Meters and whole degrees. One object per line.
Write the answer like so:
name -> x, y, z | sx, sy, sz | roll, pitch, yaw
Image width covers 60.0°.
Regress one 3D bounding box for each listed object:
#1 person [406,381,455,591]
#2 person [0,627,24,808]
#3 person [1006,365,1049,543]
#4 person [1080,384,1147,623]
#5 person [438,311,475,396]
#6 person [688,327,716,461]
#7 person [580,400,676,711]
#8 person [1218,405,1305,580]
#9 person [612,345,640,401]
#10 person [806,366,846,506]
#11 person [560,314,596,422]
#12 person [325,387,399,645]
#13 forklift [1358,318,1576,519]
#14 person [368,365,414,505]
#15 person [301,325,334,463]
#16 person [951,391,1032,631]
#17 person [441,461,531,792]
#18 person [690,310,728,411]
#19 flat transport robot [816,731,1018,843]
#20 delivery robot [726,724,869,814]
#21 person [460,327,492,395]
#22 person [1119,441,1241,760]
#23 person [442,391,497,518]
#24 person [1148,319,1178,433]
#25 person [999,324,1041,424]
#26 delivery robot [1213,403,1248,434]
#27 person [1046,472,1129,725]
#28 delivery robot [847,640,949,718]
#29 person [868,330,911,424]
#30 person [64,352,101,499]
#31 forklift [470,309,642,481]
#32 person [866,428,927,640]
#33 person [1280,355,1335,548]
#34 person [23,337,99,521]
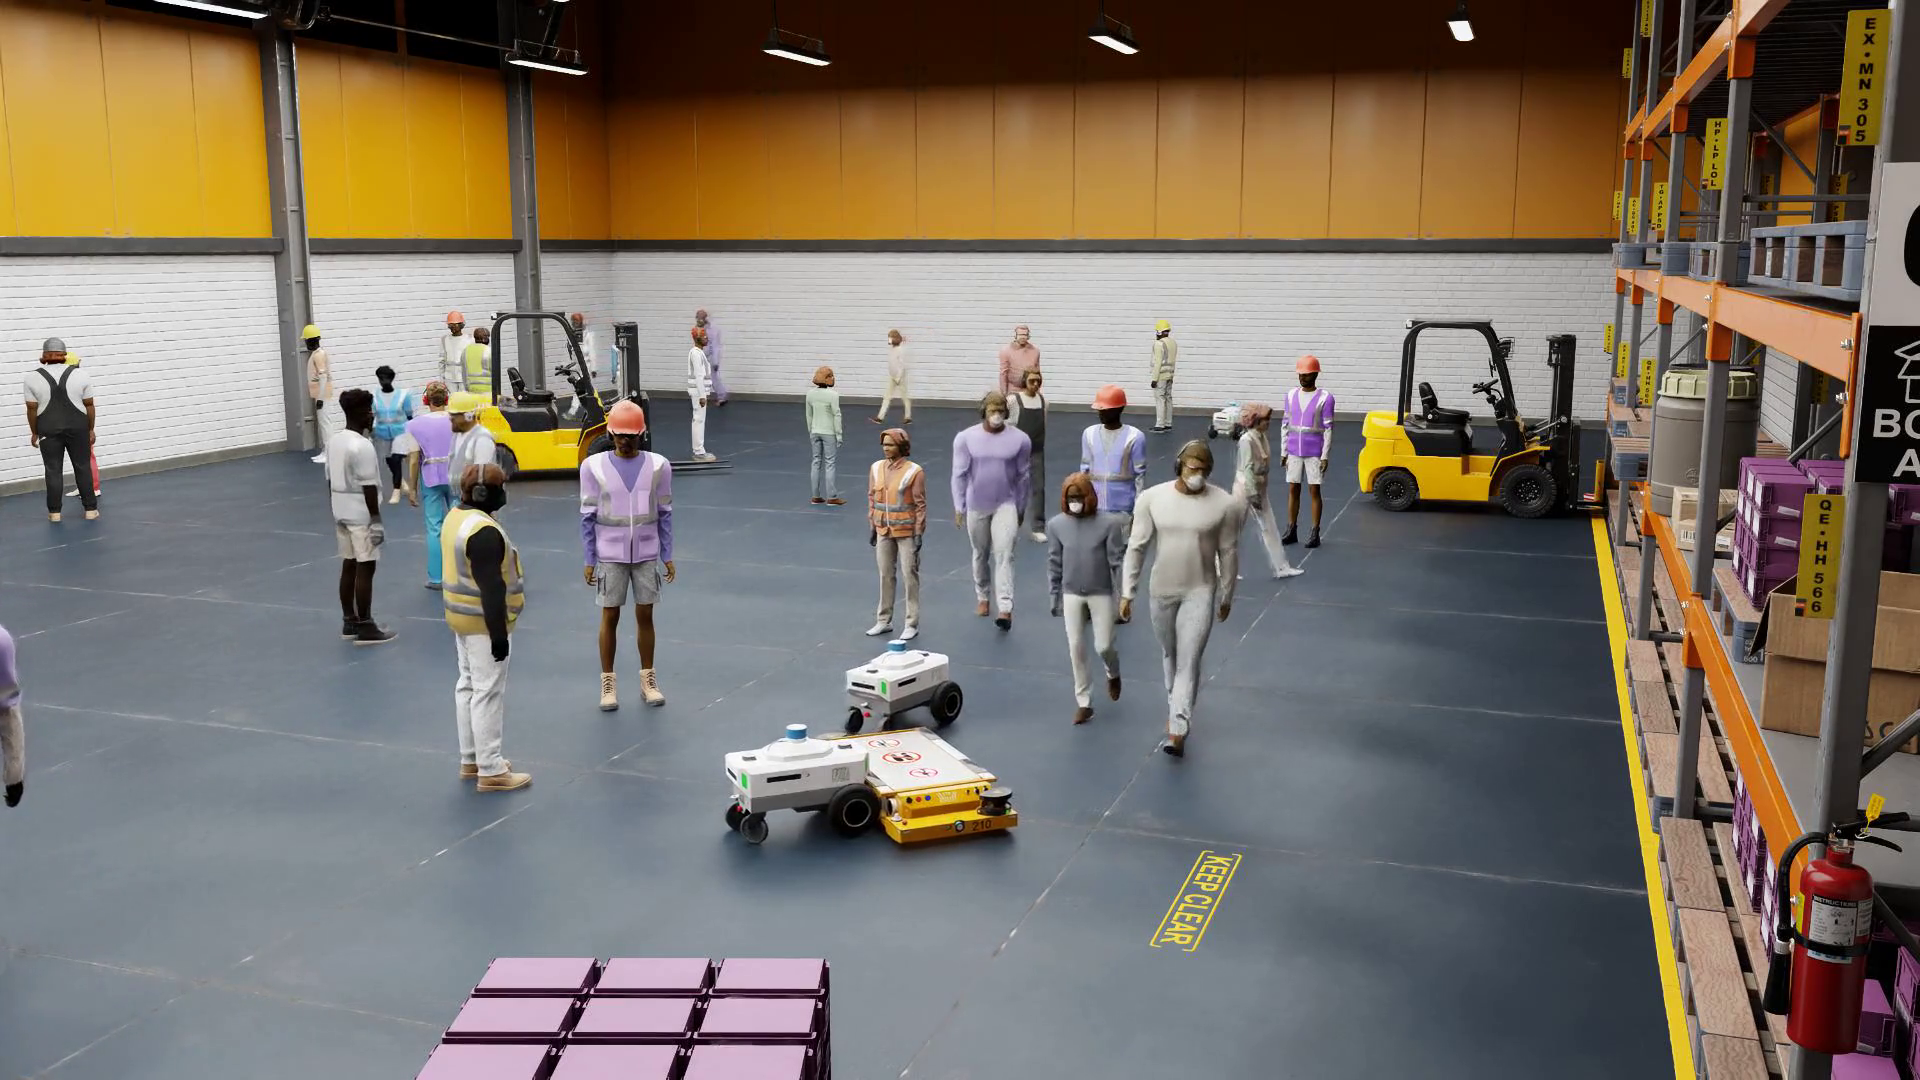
person -> -4.548, -0.472, 14.621 | 0.563, 1.847, 0.390 | -6, 12, -29
person -> -4.126, 0.919, 6.739 | 0.590, 1.878, 1.008 | -2, 10, -14
person -> 0.658, -0.913, 17.234 | 0.510, 1.818, 0.865 | -4, 11, -22
person -> 1.212, -0.290, 13.353 | 0.548, 1.934, 0.375 | 5, 11, 26
person -> -7.577, -2.433, 25.116 | 0.608, 2.044, 0.371 | 1, 10, 4
person -> -3.657, -2.057, 23.450 | 0.356, 1.883, 0.574 | -2, 10, -12
person -> -2.162, 0.100, 10.883 | 0.605, 2.033, 0.392 | -4, 11, -21
person -> 2.704, -0.404, 14.930 | 0.828, 1.601, 0.525 | 7, 12, 34
person -> -5.642, -2.765, 28.117 | 0.514, 1.641, 0.312 | -7, 12, -33
person -> -1.574, -1.216, 19.416 | 0.497, 1.633, 0.285 | 7, 12, 35
person -> -6.636, -2.961, 28.654 | 0.589, 1.841, 0.941 | 8, 13, 37
person -> -4.581, -0.187, 12.688 | 0.612, 1.962, 0.365 | 10, 14, 43
forklift -> 5.787, -1.437, 19.079 | 2.313, 2.155, 1.214 | 3, 11, 19
person -> -6.727, -1.275, 19.743 | 0.535, 1.647, 0.823 | -1, 10, -4
person -> -8.948, -2.037, 23.221 | 0.384, 1.924, 0.589 | -4, 11, -22
person -> 0.248, -0.242, 13.243 | 0.635, 1.871, 1.091 | 0, 10, 2
person -> -2.654, 0.475, 9.313 | 0.429, 1.840, 0.632 | -6, 12, -32
person -> -4.665, -3.328, 30.710 | 0.652, 1.856, 0.930 | 6, 12, 30
flat transport robot -> -0.279, 1.299, 9.087 | 0.652, 0.197, 1.431 | -4, 11, -23
delivery robot -> -0.841, 1.197, 8.599 | 0.707, 0.478, 0.477 | -4, 11, -23
person -> -6.944, -2.178, 24.253 | 0.633, 1.839, 0.429 | 4, 11, 21
person -> 1.316, 0.341, 9.945 | 0.657, 1.868, 1.060 | 3, 11, 18
person -> -4.149, -0.337, 13.976 | 0.599, 1.810, 0.542 | 10, 14, 44
person -> 3.269, -2.648, 26.920 | 0.404, 1.830, 0.603 | 7, 13, 36
person -> 0.878, -2.123, 23.759 | 0.646, 1.904, 0.401 | -4, 11, -22
delivery robot -> 4.270, -1.913, 26.110 | 0.477, 0.478, 0.707 | 7, 13, 36
person -> 0.830, 0.352, 10.631 | 0.545, 1.611, 0.509 | 4, 11, 21
delivery robot -> -0.388, 0.871, 10.435 | 0.477, 0.478, 0.707 | 7, 13, 36
person -> -1.148, -2.721, 27.971 | 0.818, 1.589, 0.526 | -7, 12, -35
person -> -10.594, -1.374, 19.937 | 0.533, 1.765, 0.322 | 8, 13, 37
forklift -> -5.354, -1.902, 21.697 | 2.313, 2.155, 1.214 | -2, 10, -13
person -> -0.484, -0.049, 12.822 | 0.515, 1.641, 0.315 | 7, 12, 33
person -> 3.471, -0.890, 16.723 | 0.545, 1.938, 0.355 | 7, 12, 34
person -> -9.907, -1.232, 18.356 | 0.674, 2.000, 0.535 | -5, 11, -28
